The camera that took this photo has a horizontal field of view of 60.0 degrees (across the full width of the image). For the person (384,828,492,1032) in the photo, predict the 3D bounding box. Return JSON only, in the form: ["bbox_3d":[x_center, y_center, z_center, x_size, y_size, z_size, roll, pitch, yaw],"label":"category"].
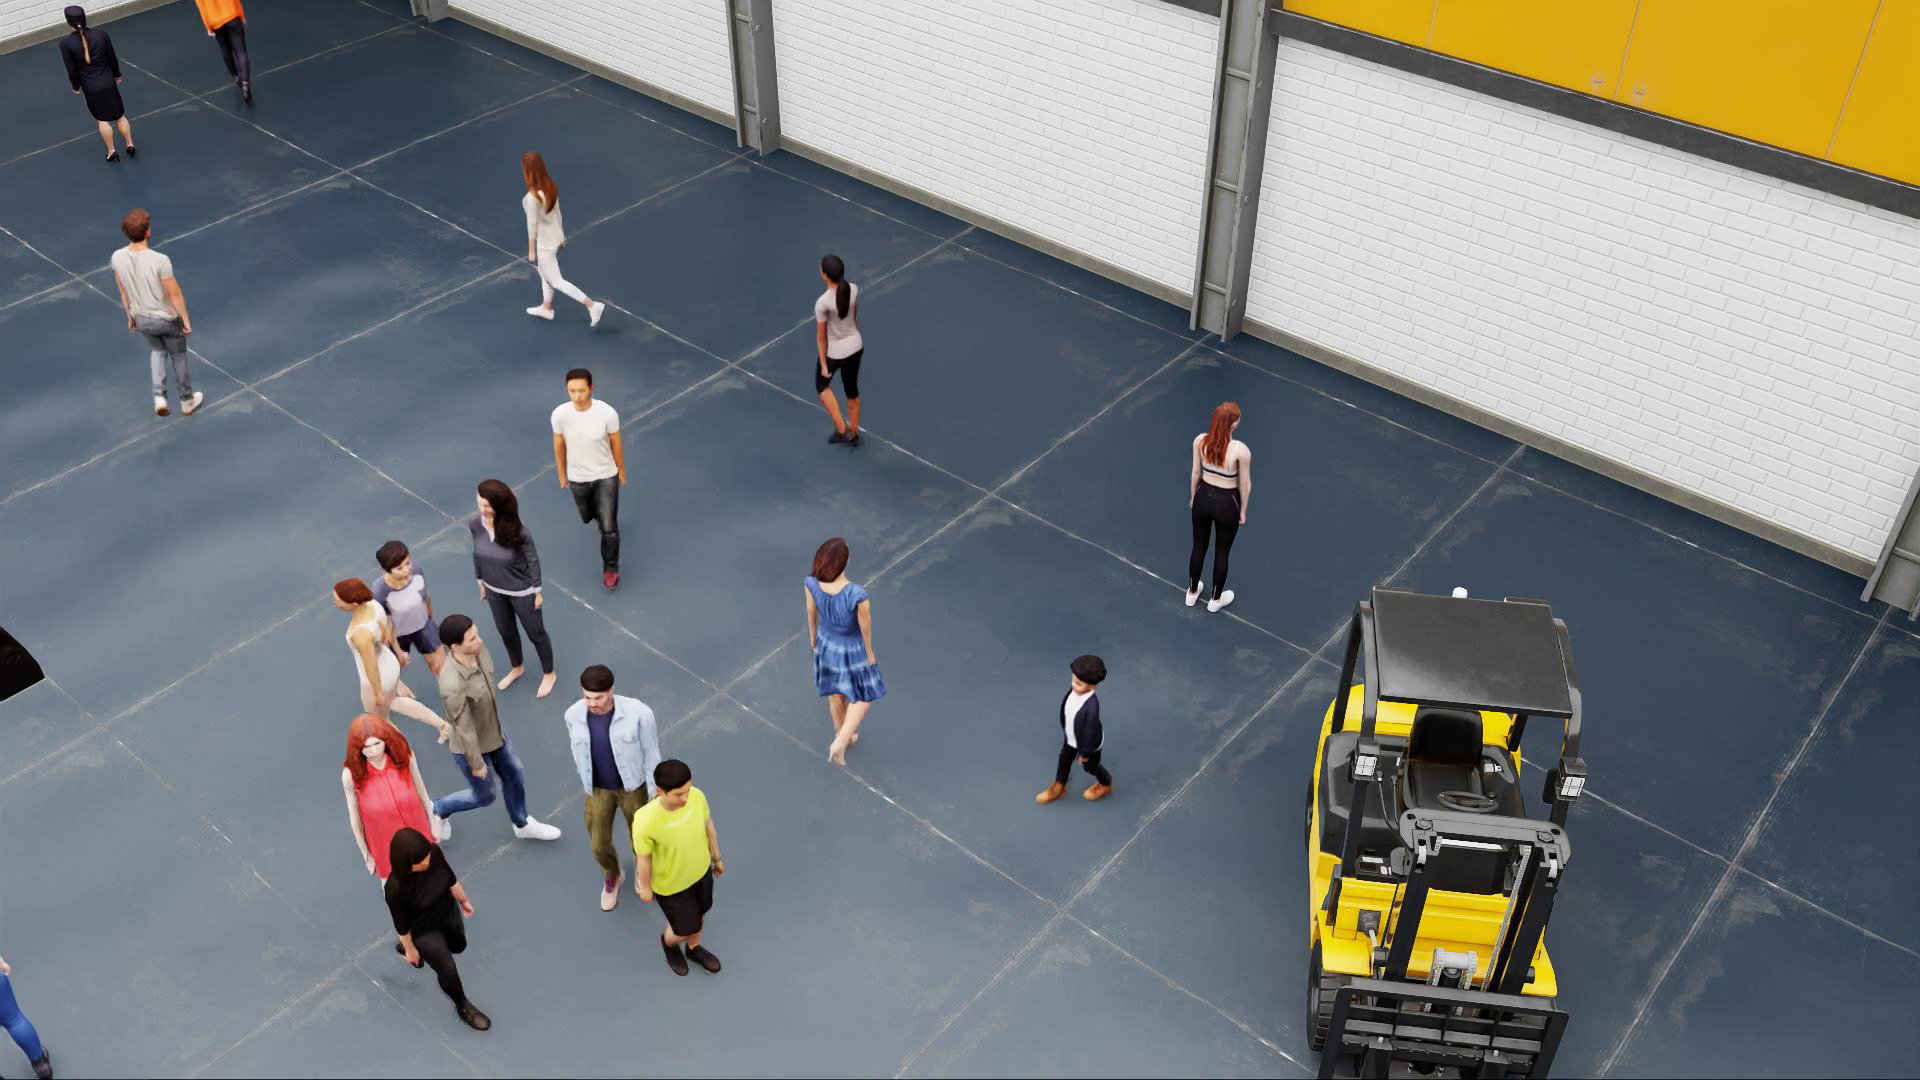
[{"bbox_3d":[-2.947,2.060,9.095,0.967,1.618,0.732,15,41,18],"label":"person"}]

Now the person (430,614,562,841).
[{"bbox_3d":[-2.989,1.186,10.011,1.196,1.839,1.038,4,39,5],"label":"person"}]

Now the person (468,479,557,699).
[{"bbox_3d":[-3.010,0.310,11.165,0.601,1.769,0.744,9,40,12],"label":"person"}]

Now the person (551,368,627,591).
[{"bbox_3d":[-2.682,-0.537,12.215,1.054,1.783,1.101,-1,39,-2],"label":"person"}]

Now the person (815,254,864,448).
[{"bbox_3d":[-0.903,-1.480,13.432,0.666,1.736,0.667,-28,46,-30],"label":"person"}]

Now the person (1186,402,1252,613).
[{"bbox_3d":[1.825,-0.239,11.875,0.493,1.742,0.676,20,43,23],"label":"person"}]

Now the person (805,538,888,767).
[{"bbox_3d":[-0.775,0.785,10.550,0.808,1.794,0.824,18,42,21],"label":"person"}]

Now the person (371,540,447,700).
[{"bbox_3d":[-3.704,0.578,11.028,1.018,1.521,0.587,27,46,30],"label":"person"}]

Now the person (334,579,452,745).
[{"bbox_3d":[-3.606,0.859,10.592,0.897,1.626,0.834,-3,39,-4],"label":"person"}]

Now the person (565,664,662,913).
[{"bbox_3d":[-2.001,1.375,9.809,0.818,1.797,0.883,-2,39,-2],"label":"person"}]

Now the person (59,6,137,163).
[{"bbox_3d":[-9.166,-4.837,17.689,0.633,1.671,0.701,31,48,33],"label":"person"}]

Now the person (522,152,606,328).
[{"bbox_3d":[-3.628,-2.652,14.940,1.148,1.687,0.913,8,39,10],"label":"person"}]

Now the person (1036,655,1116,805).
[{"bbox_3d":[0.828,1.207,10.490,0.768,1.210,0.768,-13,40,-15],"label":"person"}]

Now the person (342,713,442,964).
[{"bbox_3d":[-3.182,1.667,9.419,0.637,1.828,0.591,-23,44,-26],"label":"person"}]

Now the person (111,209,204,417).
[{"bbox_3d":[-6.639,-1.781,13.701,0.925,1.872,0.979,-1,39,-1],"label":"person"}]

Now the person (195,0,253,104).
[{"bbox_3d":[-8.319,-5.813,18.880,1.012,1.709,1.194,-10,40,-13],"label":"person"}]

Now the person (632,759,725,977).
[{"bbox_3d":[-1.623,1.809,9.345,0.662,1.698,0.645,31,48,33],"label":"person"}]
